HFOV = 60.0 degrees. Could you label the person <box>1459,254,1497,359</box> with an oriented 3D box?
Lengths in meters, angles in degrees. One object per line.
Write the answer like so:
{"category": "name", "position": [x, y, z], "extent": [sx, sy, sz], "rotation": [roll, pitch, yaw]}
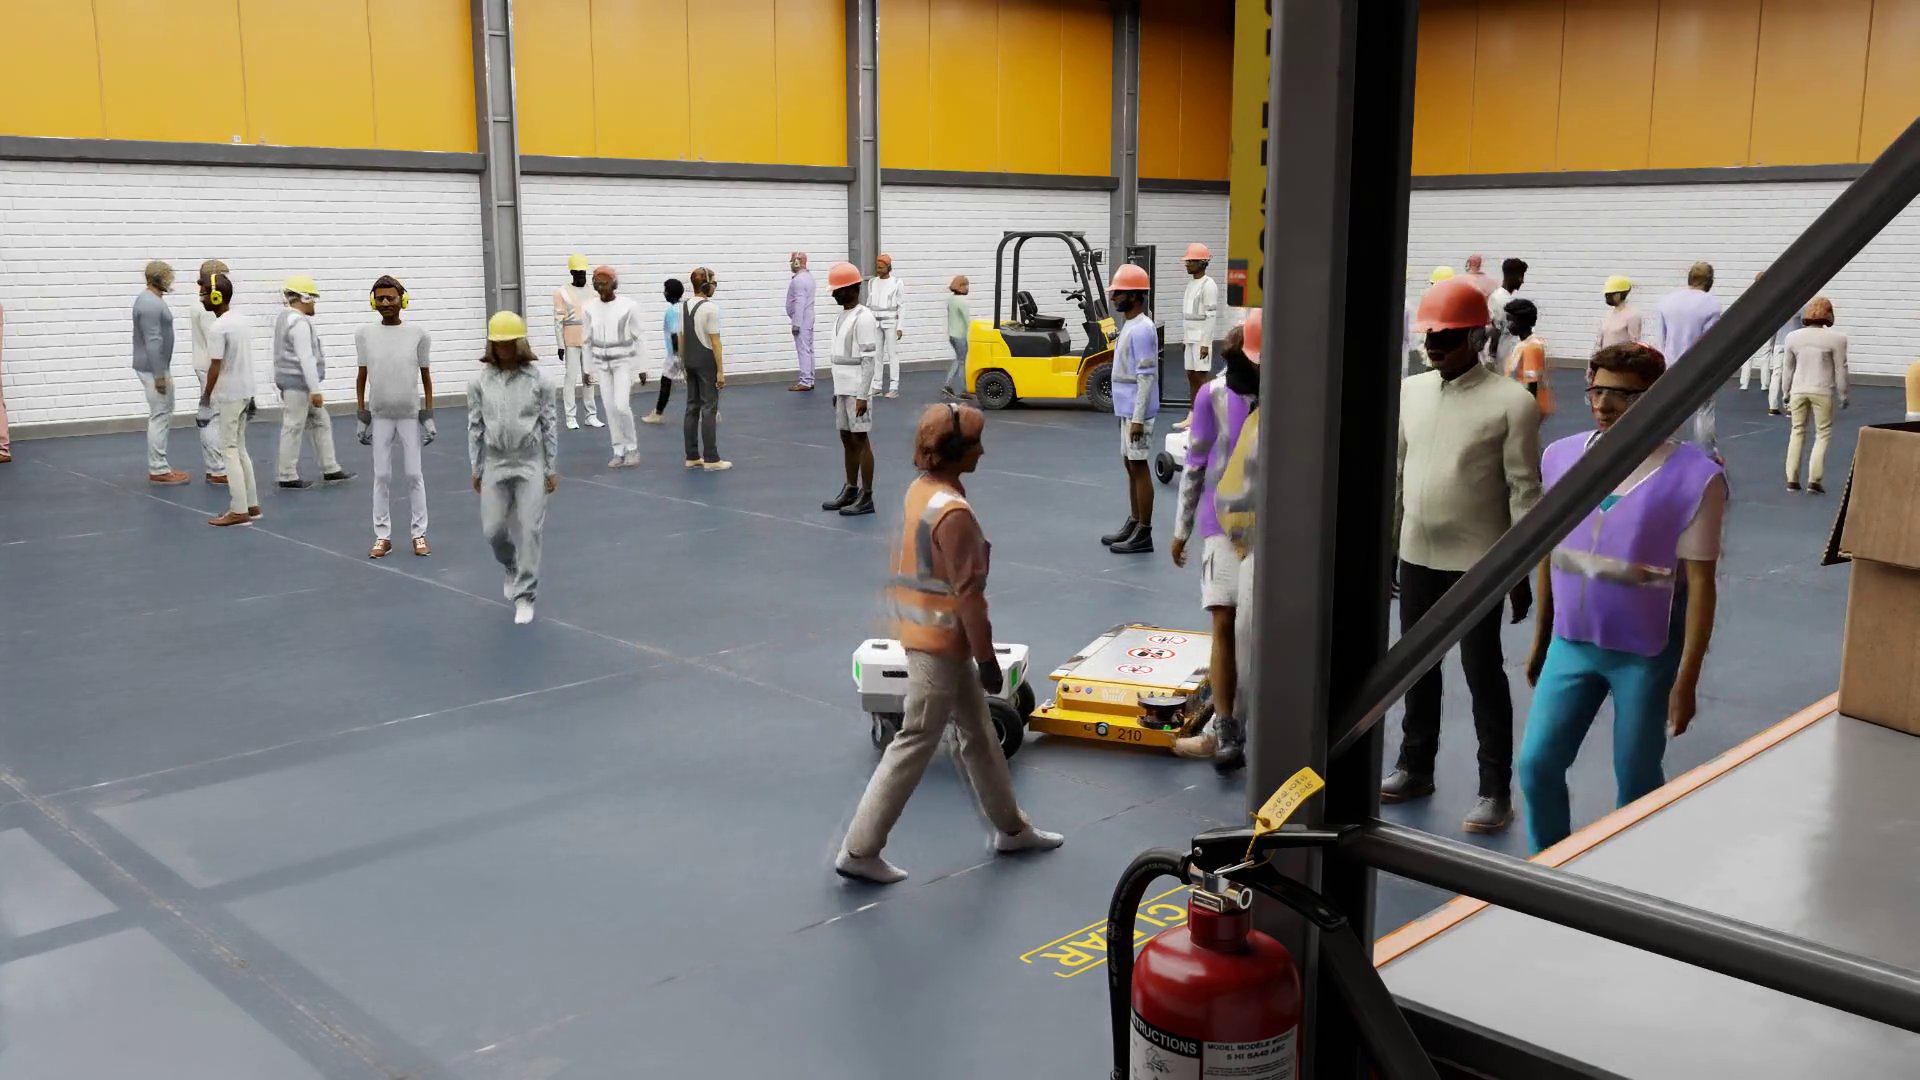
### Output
{"category": "person", "position": [6.853, -2.910, 22.473], "extent": [0.676, 1.863, 0.961], "rotation": [-2, 11, -11]}

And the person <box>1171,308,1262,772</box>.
{"category": "person", "position": [1.162, -0.007, 6.655], "extent": [0.590, 1.865, 0.975], "rotation": [0, 10, 2]}

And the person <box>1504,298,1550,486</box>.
{"category": "person", "position": [4.184, -0.931, 12.195], "extent": [0.482, 1.669, 0.594], "rotation": [2, 11, 8]}

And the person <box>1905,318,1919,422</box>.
{"category": "person", "position": [4.591, -0.251, 7.816], "extent": [0.547, 1.930, 0.384], "rotation": [-4, 11, -19]}

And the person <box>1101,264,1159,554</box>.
{"category": "person", "position": [1.150, -0.876, 11.197], "extent": [0.373, 1.939, 0.545], "rotation": [0, 10, -2]}

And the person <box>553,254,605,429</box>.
{"category": "person", "position": [-4.200, -2.195, 18.421], "extent": [0.591, 1.927, 0.366], "rotation": [-9, 14, -41]}

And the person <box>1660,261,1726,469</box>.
{"category": "person", "position": [6.558, -1.522, 14.843], "extent": [0.953, 1.897, 0.642], "rotation": [-8, 13, -37]}

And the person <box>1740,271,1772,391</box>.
{"category": "person", "position": [10.974, -2.864, 22.854], "extent": [0.523, 1.639, 0.309], "rotation": [5, 11, 25]}

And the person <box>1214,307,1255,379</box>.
{"category": "person", "position": [3.751, -2.710, 22.111], "extent": [0.582, 1.615, 0.520], "rotation": [-2, 11, -13]}

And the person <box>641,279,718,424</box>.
{"category": "person", "position": [-3.146, -2.118, 18.762], "extent": [0.883, 1.649, 0.545], "rotation": [3, 11, 14]}

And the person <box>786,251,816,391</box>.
{"category": "person", "position": [-2.199, -3.004, 22.892], "extent": [0.399, 1.910, 0.643], "rotation": [2, 11, 10]}

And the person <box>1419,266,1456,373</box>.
{"category": "person", "position": [4.745, -1.784, 16.438], "extent": [0.404, 1.830, 0.603], "rotation": [8, 13, 38]}

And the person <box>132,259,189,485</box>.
{"category": "person", "position": [-6.883, -1.435, 14.295], "extent": [0.408, 1.922, 0.644], "rotation": [-4, 11, -23]}

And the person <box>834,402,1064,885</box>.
{"category": "person", "position": [-0.046, 0.340, 5.505], "extent": [0.831, 1.597, 0.523], "rotation": [-2, 11, -10]}

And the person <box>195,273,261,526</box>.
{"category": "person", "position": [-5.391, -1.022, 12.231], "extent": [0.388, 1.856, 0.574], "rotation": [0, 10, -2]}

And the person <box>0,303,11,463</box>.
{"category": "person", "position": [-9.186, -1.655, 15.534], "extent": [0.641, 1.908, 0.407], "rotation": [7, 12, 33]}

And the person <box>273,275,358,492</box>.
{"category": "person", "position": [-5.403, -1.309, 13.943], "extent": [0.795, 1.791, 0.626], "rotation": [-6, 12, -31]}

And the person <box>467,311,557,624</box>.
{"category": "person", "position": [-2.477, -0.417, 9.281], "extent": [0.486, 1.727, 0.514], "rotation": [-1, 10, -5]}

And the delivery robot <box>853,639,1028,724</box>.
{"category": "delivery robot", "position": [-0.082, 0.552, 6.931], "extent": [0.707, 0.478, 0.477], "rotation": [2, 11, 9]}

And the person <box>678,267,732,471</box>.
{"category": "person", "position": [-2.336, -1.546, 15.107], "extent": [0.517, 1.843, 0.325], "rotation": [9, 13, 39]}

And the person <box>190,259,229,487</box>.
{"category": "person", "position": [-6.354, -1.424, 14.205], "extent": [0.374, 1.934, 0.627], "rotation": [-6, 12, -28]}

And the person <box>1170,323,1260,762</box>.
{"category": "person", "position": [1.310, 0.011, 6.770], "extent": [0.848, 1.803, 0.651], "rotation": [-3, 11, -14]}

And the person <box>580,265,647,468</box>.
{"category": "person", "position": [-3.179, -1.578, 15.238], "extent": [0.574, 1.866, 0.440], "rotation": [3, 11, 16]}

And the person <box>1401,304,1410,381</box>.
{"category": "person", "position": [3.590, -1.433, 14.317], "extent": [0.660, 1.894, 0.602], "rotation": [-1, 10, -5]}

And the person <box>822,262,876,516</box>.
{"category": "person", "position": [-0.848, -1.150, 12.727], "extent": [0.371, 1.928, 0.543], "rotation": [-6, 12, -28]}

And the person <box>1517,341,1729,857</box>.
{"category": "person", "position": [1.846, 0.346, 4.821], "extent": [0.642, 1.826, 0.596], "rotation": [-9, 13, -39]}

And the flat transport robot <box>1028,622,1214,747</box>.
{"category": "flat transport robot", "position": [0.855, 0.627, 7.556], "extent": [0.652, 0.197, 1.431], "rotation": [4, 11, 22]}

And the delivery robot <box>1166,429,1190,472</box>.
{"category": "delivery robot", "position": [2.037, -0.772, 14.154], "extent": [0.477, 0.478, 0.707], "rotation": [-4, 11, -18]}

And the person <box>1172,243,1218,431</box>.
{"category": "person", "position": [2.551, -2.173, 17.988], "extent": [0.374, 2.044, 0.605], "rotation": [-3, 11, -16]}

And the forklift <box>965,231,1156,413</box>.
{"category": "forklift", "position": [1.222, -2.721, 20.561], "extent": [2.313, 2.155, 1.214], "rotation": [2, 11, 13]}

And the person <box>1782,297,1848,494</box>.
{"category": "person", "position": [7.053, -1.192, 13.764], "extent": [0.331, 1.626, 0.526], "rotation": [-8, 13, -37]}

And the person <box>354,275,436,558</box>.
{"category": "person", "position": [-3.752, -0.813, 11.045], "extent": [0.507, 1.872, 0.329], "rotation": [-2, 11, -13]}

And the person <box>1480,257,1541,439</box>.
{"category": "person", "position": [5.515, -1.970, 17.258], "extent": [0.998, 1.922, 0.621], "rotation": [1, 10, 7]}

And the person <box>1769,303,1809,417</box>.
{"category": "person", "position": [9.790, -2.268, 19.621], "extent": [0.279, 1.633, 0.497], "rotation": [-5, 12, -27]}

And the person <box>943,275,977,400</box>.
{"category": "person", "position": [0.028, -2.624, 21.602], "extent": [0.352, 1.621, 0.508], "rotation": [-4, 11, -21]}

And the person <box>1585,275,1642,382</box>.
{"category": "person", "position": [6.143, -1.621, 15.756], "extent": [0.557, 1.746, 0.561], "rotation": [-3, 11, -15]}

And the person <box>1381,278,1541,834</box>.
{"category": "person", "position": [1.788, 0.057, 6.041], "extent": [0.428, 1.982, 0.673], "rotation": [-8, 13, -39]}

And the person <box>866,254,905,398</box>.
{"category": "person", "position": [-0.996, -2.812, 21.896], "extent": [0.572, 1.887, 0.356], "rotation": [6, 12, 30]}
